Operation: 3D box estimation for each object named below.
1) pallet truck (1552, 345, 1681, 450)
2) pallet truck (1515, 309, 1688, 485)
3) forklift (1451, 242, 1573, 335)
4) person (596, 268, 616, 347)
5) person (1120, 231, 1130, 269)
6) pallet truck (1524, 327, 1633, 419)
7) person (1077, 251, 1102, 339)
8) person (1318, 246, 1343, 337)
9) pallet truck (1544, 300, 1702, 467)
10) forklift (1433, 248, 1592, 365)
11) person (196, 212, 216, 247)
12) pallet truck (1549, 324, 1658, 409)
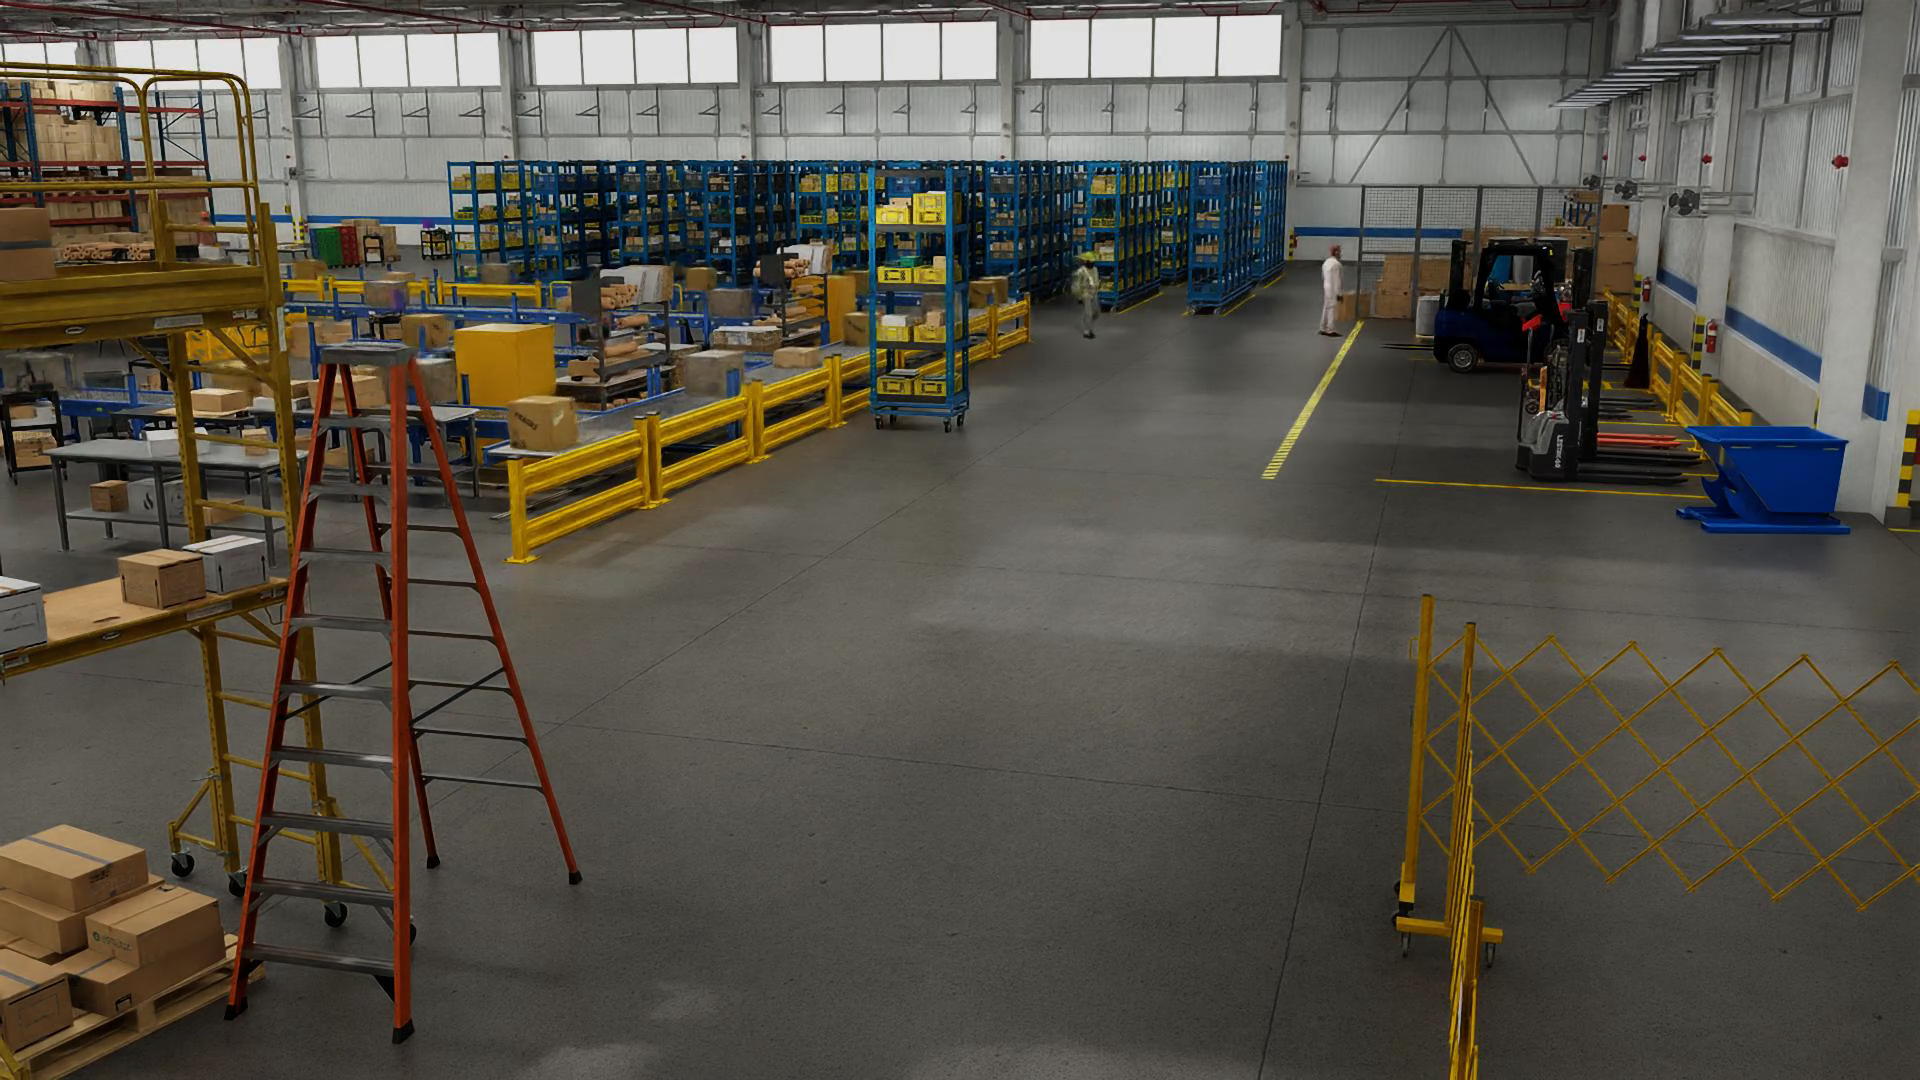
[{"bbox_3d":[8.641,-1.896,21.908,1.630,1.274,0.653,4,14,16],"label":"pallet truck"},{"bbox_3d":[7.554,-1.677,19.446,1.885,1.965,0.823,3,13,14],"label":"pallet truck"},{"bbox_3d":[10.464,-4.597,31.405,2.680,1.987,1.157,4,14,16],"label":"forklift"},{"bbox_3d":[-6.481,-4.066,30.306,0.576,1.746,0.540,-7,15,-26],"label":"person"},{"bbox_3d":[4.786,-8.011,47.264,0.912,1.799,0.618,11,17,39],"label":"person"},{"bbox_3d":[9.065,-2.460,24.370,1.522,1.261,0.704,3,13,14],"label":"pallet truck"},{"bbox_3d":[2.675,-5.065,34.466,0.627,1.819,0.426,-12,17,-41],"label":"person"},{"bbox_3d":[7.848,-5.243,35.089,0.447,1.892,0.701,-3,13,-14],"label":"person"},{"bbox_3d":[8.263,-1.952,20.631,1.885,1.965,0.823,5,14,20],"label":"pallet truck"},{"bbox_3d":[9.780,-4.111,29.280,2.680,1.987,1.157,3,13,14],"label":"forklift"},{"bbox_3d":[-24.665,-9.740,54.402,0.618,1.950,1.034,-2,13,-11],"label":"person"},{"bbox_3d":[9.824,-2.669,25.407,1.601,1.201,0.680,4,14,16],"label":"pallet truck"}]
